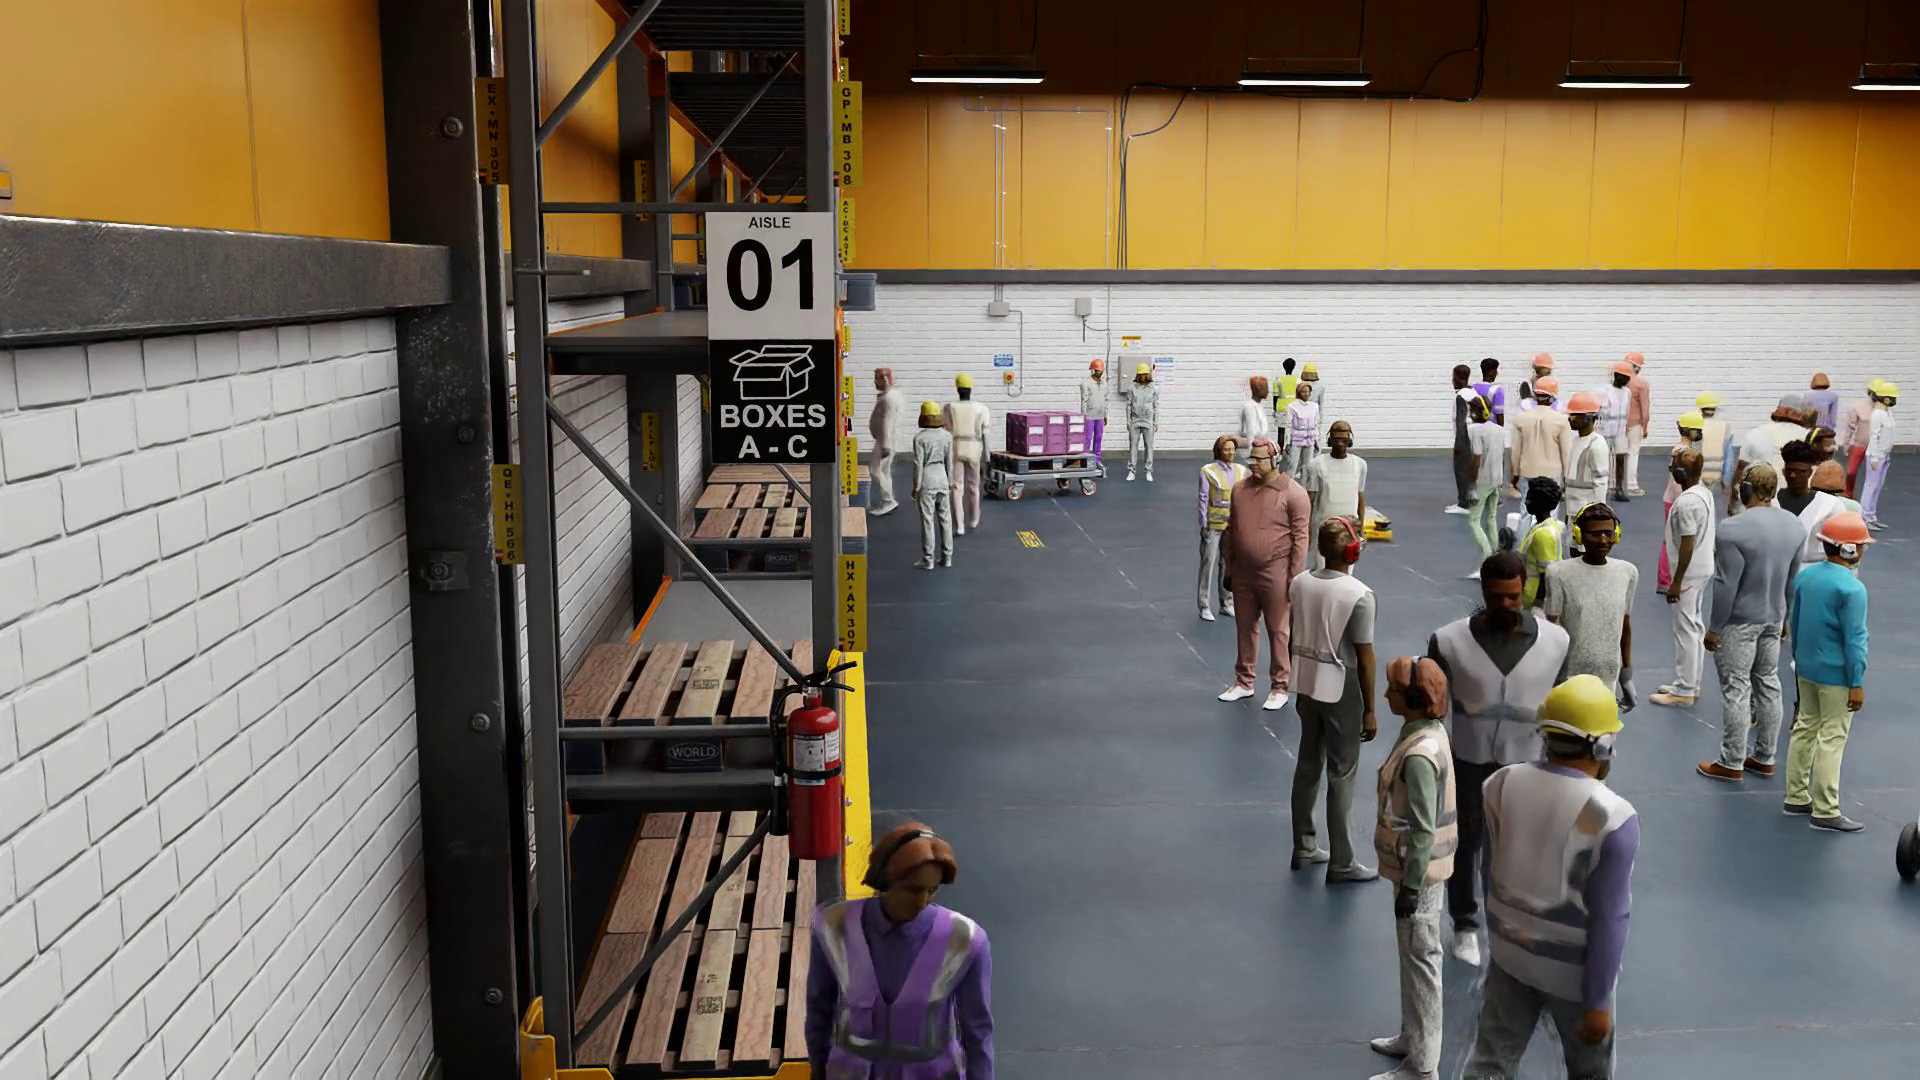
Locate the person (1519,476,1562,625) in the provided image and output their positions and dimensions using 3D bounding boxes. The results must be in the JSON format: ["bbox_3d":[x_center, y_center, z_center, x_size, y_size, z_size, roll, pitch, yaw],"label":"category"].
[{"bbox_3d":[3.893,0.413,11.201,0.316,1.696,0.540,3,9,17],"label":"person"}]

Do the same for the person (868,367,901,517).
[{"bbox_3d":[-0.960,-1.229,20.884,0.437,1.890,0.682,0,9,-2],"label":"person"}]

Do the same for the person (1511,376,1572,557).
[{"bbox_3d":[6.000,-0.687,17.167,0.611,1.996,0.378,6,11,34],"label":"person"}]

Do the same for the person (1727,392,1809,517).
[{"bbox_3d":[7.341,-0.359,14.973,0.757,2.000,0.699,3,9,15],"label":"person"}]

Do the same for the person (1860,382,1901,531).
[{"bbox_3d":[10.968,-0.991,19.801,0.317,1.767,0.534,9,13,44],"label":"person"}]

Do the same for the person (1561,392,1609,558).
[{"bbox_3d":[5.329,-0.254,14.308,0.393,2.041,0.614,0,9,2],"label":"person"}]

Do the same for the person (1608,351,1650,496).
[{"bbox_3d":[9.242,-1.609,22.970,0.402,1.990,0.622,-6,11,-35],"label":"person"}]

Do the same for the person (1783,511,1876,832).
[{"bbox_3d":[4.801,0.709,9.146,0.329,1.753,0.575,-1,9,-4],"label":"person"}]

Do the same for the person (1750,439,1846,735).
[{"bbox_3d":[5.492,0.308,11.021,0.612,1.964,0.362,8,12,40],"label":"person"}]

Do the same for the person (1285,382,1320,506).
[{"bbox_3d":[4.488,-1.254,21.844,0.524,1.639,0.308,-4,10,-22],"label":"person"}]

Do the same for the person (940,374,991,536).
[{"bbox_3d":[0.054,-1.010,19.588,0.619,1.870,1.009,0,9,2],"label":"person"}]

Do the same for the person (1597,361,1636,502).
[{"bbox_3d":[8.791,-1.478,22.506,0.535,1.891,0.880,-2,9,-14],"label":"person"}]

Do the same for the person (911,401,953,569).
[{"bbox_3d":[-0.298,-0.575,17.262,0.492,1.740,0.325,-7,11,-36],"label":"person"}]

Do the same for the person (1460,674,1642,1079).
[{"bbox_3d":[1.837,1.315,5.283,0.932,1.787,0.601,-6,11,-33],"label":"person"}]

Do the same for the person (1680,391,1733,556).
[{"bbox_3d":[8.006,-0.705,17.896,0.597,1.801,0.848,-2,9,-9],"label":"person"}]

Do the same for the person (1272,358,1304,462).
[{"bbox_3d":[5.327,-2.102,26.994,0.532,1.696,0.319,1,9,6],"label":"person"}]

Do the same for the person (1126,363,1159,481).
[{"bbox_3d":[2.689,-1.735,24.543,0.483,1.745,0.300,2,9,10],"label":"person"}]

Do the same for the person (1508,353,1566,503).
[{"bbox_3d":[7.753,-1.486,22.204,0.610,1.992,0.985,-4,10,-22],"label":"person"}]

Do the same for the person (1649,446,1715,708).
[{"bbox_3d":[5.101,0.261,11.702,0.351,1.843,0.506,7,11,37],"label":"person"}]

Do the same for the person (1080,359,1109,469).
[{"bbox_3d":[2.111,-1.946,25.879,0.557,1.743,0.348,-7,11,-37],"label":"person"}]

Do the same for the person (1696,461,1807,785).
[{"bbox_3d":[4.721,0.492,9.943,0.635,1.938,0.359,-3,10,-21],"label":"person"}]

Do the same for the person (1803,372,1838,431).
[{"bbox_3d":[12.583,-1.649,24.406,0.510,1.618,0.648,1,9,7],"label":"person"}]

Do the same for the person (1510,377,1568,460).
[{"bbox_3d":[7.046,-1.070,20.210,0.637,1.808,0.837,1,9,6],"label":"person"}]

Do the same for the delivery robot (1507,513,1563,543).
[{"bbox_3d":[6.218,-0.147,17.999,0.477,0.478,0.707,-1,9,-8],"label":"delivery robot"}]

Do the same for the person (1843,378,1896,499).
[{"bbox_3d":[11.644,-1.218,21.318,0.549,1.742,0.648,4,10,24],"label":"person"}]

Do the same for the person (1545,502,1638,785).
[{"bbox_3d":[3.289,0.725,8.700,0.533,1.870,0.315,-1,9,-5],"label":"person"}]

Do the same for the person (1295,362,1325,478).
[{"bbox_3d":[5.212,-1.787,24.869,0.487,1.744,0.294,-4,10,-25],"label":"person"}]

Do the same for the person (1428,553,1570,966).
[{"bbox_3d":[2.284,0.986,7.039,0.647,1.872,0.922,1,9,8],"label":"person"}]

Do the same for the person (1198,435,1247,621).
[{"bbox_3d":[2.311,-0.113,14.674,0.513,1.642,0.313,-5,10,-27],"label":"person"}]

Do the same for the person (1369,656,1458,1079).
[{"bbox_3d":[1.695,1.236,6.216,0.310,1.638,0.522,3,9,16],"label":"person"}]

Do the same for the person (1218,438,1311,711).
[{"bbox_3d":[2.114,0.231,11.682,0.652,1.906,0.409,9,12,43],"label":"person"}]

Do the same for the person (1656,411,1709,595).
[{"bbox_3d":[6.874,-0.347,15.796,0.350,1.759,0.522,6,11,32],"label":"person"}]

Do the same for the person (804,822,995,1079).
[{"bbox_3d":[-0.163,1.518,4.520,0.537,1.606,0.423,1,9,7],"label":"person"}]

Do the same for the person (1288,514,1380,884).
[{"bbox_3d":[1.857,0.793,8.332,0.388,1.849,0.565,-6,11,-31],"label":"person"}]

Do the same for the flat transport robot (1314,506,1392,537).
[{"bbox_3d":[4.635,-0.229,19.691,0.652,0.197,1.431,0,9,2],"label":"flat transport robot"}]

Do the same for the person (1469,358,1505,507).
[{"bbox_3d":[6.879,-1.408,21.787,0.361,1.964,0.614,-6,11,-34],"label":"person"}]

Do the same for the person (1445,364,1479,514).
[{"bbox_3d":[6.427,-1.283,21.205,0.418,1.908,0.607,5,11,31],"label":"person"}]

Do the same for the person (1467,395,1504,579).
[{"bbox_3d":[5.339,-0.531,16.672,0.709,1.852,0.466,-6,11,-35],"label":"person"}]

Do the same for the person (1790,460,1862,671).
[{"bbox_3d":[6.566,0.209,12.667,0.507,1.635,0.265,7,11,36],"label":"person"}]

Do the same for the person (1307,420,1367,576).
[{"bbox_3d":[3.119,-0.075,13.802,0.520,1.842,0.330,-1,9,-5],"label":"person"}]
